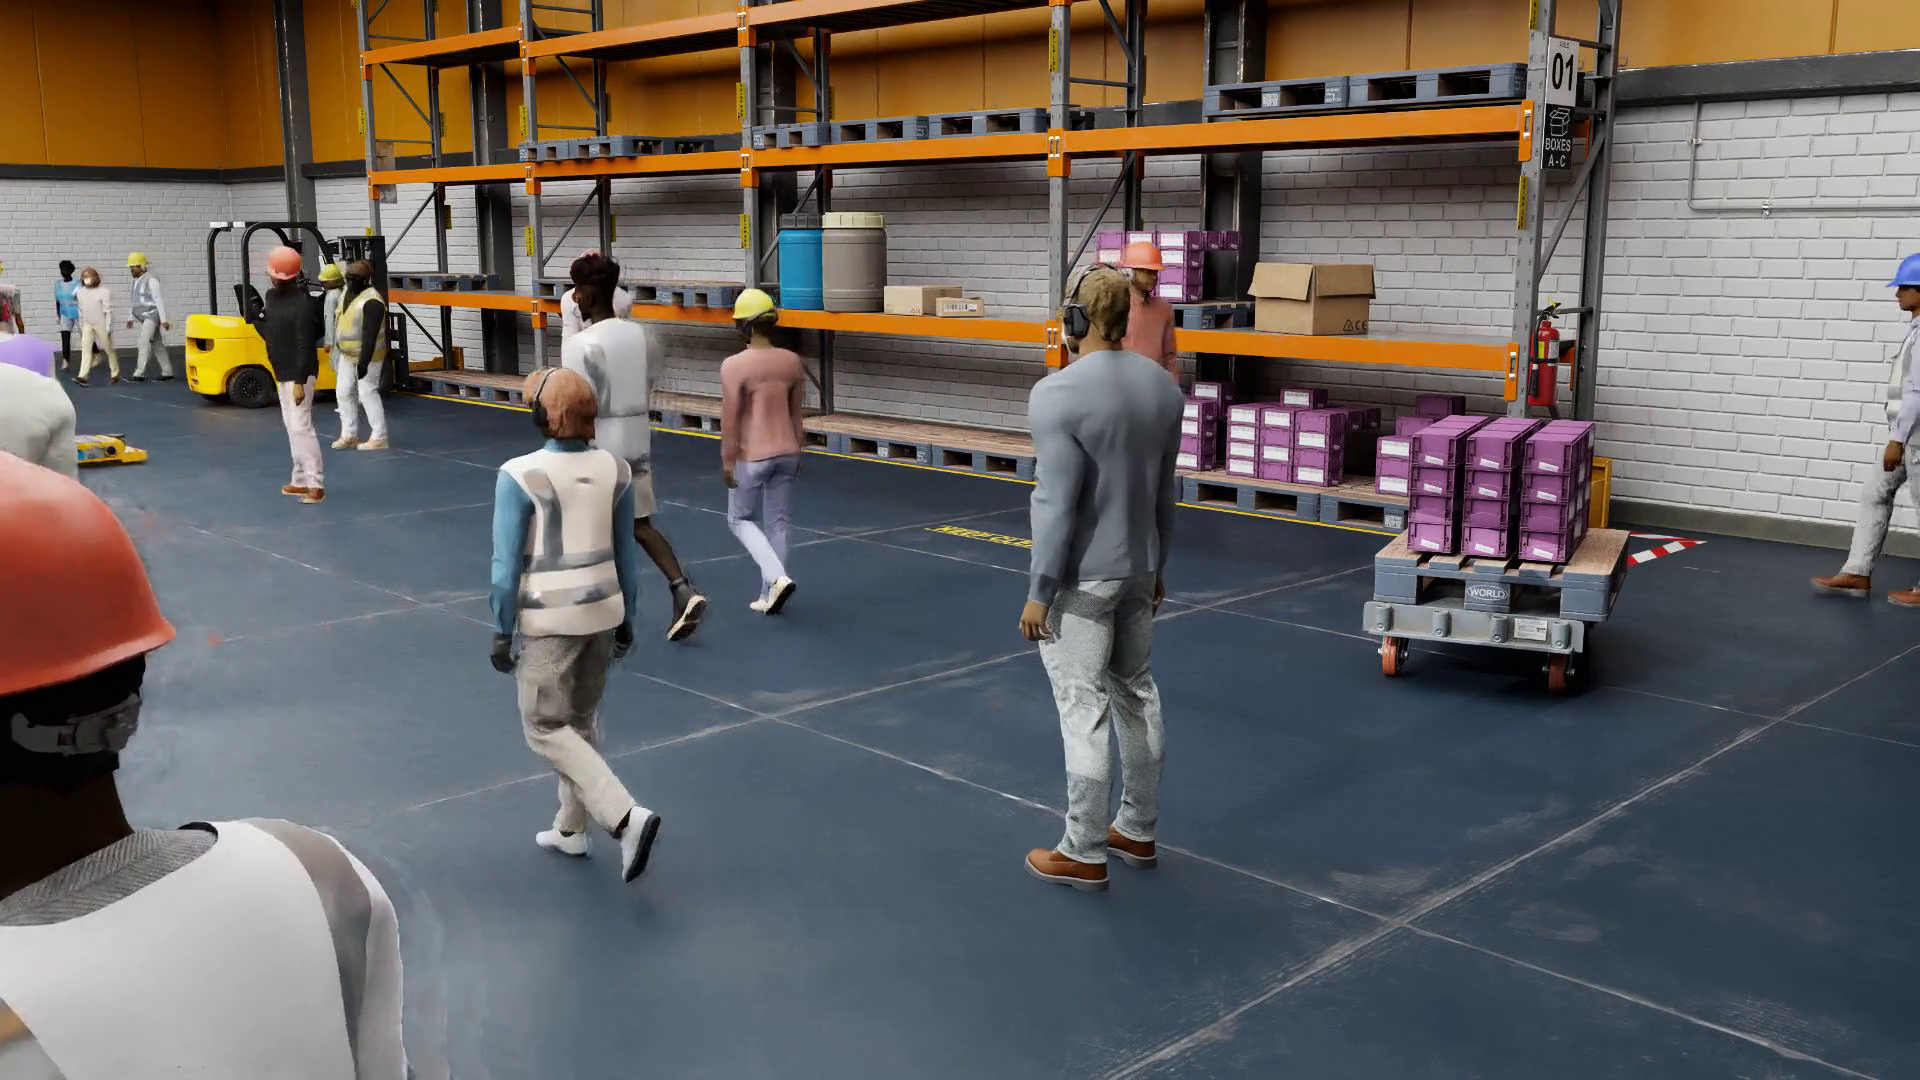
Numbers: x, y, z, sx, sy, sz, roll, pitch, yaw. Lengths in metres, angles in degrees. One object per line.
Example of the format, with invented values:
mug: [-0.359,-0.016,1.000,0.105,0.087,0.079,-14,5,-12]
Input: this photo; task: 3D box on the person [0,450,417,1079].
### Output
person: [-0.622,0.853,1.351,1.046,1.880,0.549,3,11,13]

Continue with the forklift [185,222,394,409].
forklift: [-8.169,-2.758,20.163,2.313,2.155,1.214,-10,14,-44]

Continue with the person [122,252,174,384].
person: [-11.192,-3.026,22.751,0.790,1.789,0.598,-9,14,-42]

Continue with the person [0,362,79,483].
person: [-2.891,0.173,4.881,0.635,1.937,0.354,-10,14,-44]

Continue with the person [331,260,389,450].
person: [-5.606,-1.704,15.517,0.703,1.792,0.584,9,13,39]

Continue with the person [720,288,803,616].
person: [-1.011,-0.437,8.741,0.528,1.755,0.469,-9,14,-41]

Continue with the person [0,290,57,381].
person: [-4.586,-0.350,8.077,0.716,1.825,0.572,8,13,38]

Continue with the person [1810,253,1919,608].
person: [5.059,-0.583,9.039,0.814,1.917,0.645,5,11,24]

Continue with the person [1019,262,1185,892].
person: [0.433,0.119,5.172,0.635,1.937,0.354,-10,14,-44]

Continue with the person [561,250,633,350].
person: [-2.936,-1.371,13.386,0.651,1.906,0.403,-10,14,-44]

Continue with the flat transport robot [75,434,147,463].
flat transport robot: [-7.964,-0.758,14.507,1.431,0.197,0.652,-10,14,-44]

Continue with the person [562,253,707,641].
person: [-1.681,-0.436,8.197,0.865,1.946,0.605,8,13,36]

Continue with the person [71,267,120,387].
person: [-11.570,-2.840,22.242,0.516,1.581,0.893,1,10,5]

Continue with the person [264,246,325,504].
person: [-5.114,-1.248,12.651,0.392,1.951,0.778,-10,14,-43]

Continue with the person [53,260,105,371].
person: [-13.362,-3.402,25.147,0.563,1.658,0.826,0,10,1]

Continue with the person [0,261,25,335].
person: [-9.315,-1.845,16.086,0.532,1.865,0.311,-10,14,-44]

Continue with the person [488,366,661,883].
person: [-1.176,0.271,5.193,0.652,1.623,0.516,7,13,35]

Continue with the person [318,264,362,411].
person: [-7.111,-2.304,19.052,0.353,1.696,0.579,-1,10,-8]

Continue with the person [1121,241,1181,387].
person: [1.155,-0.928,10.764,0.612,1.979,0.427,-7,13,-35]
